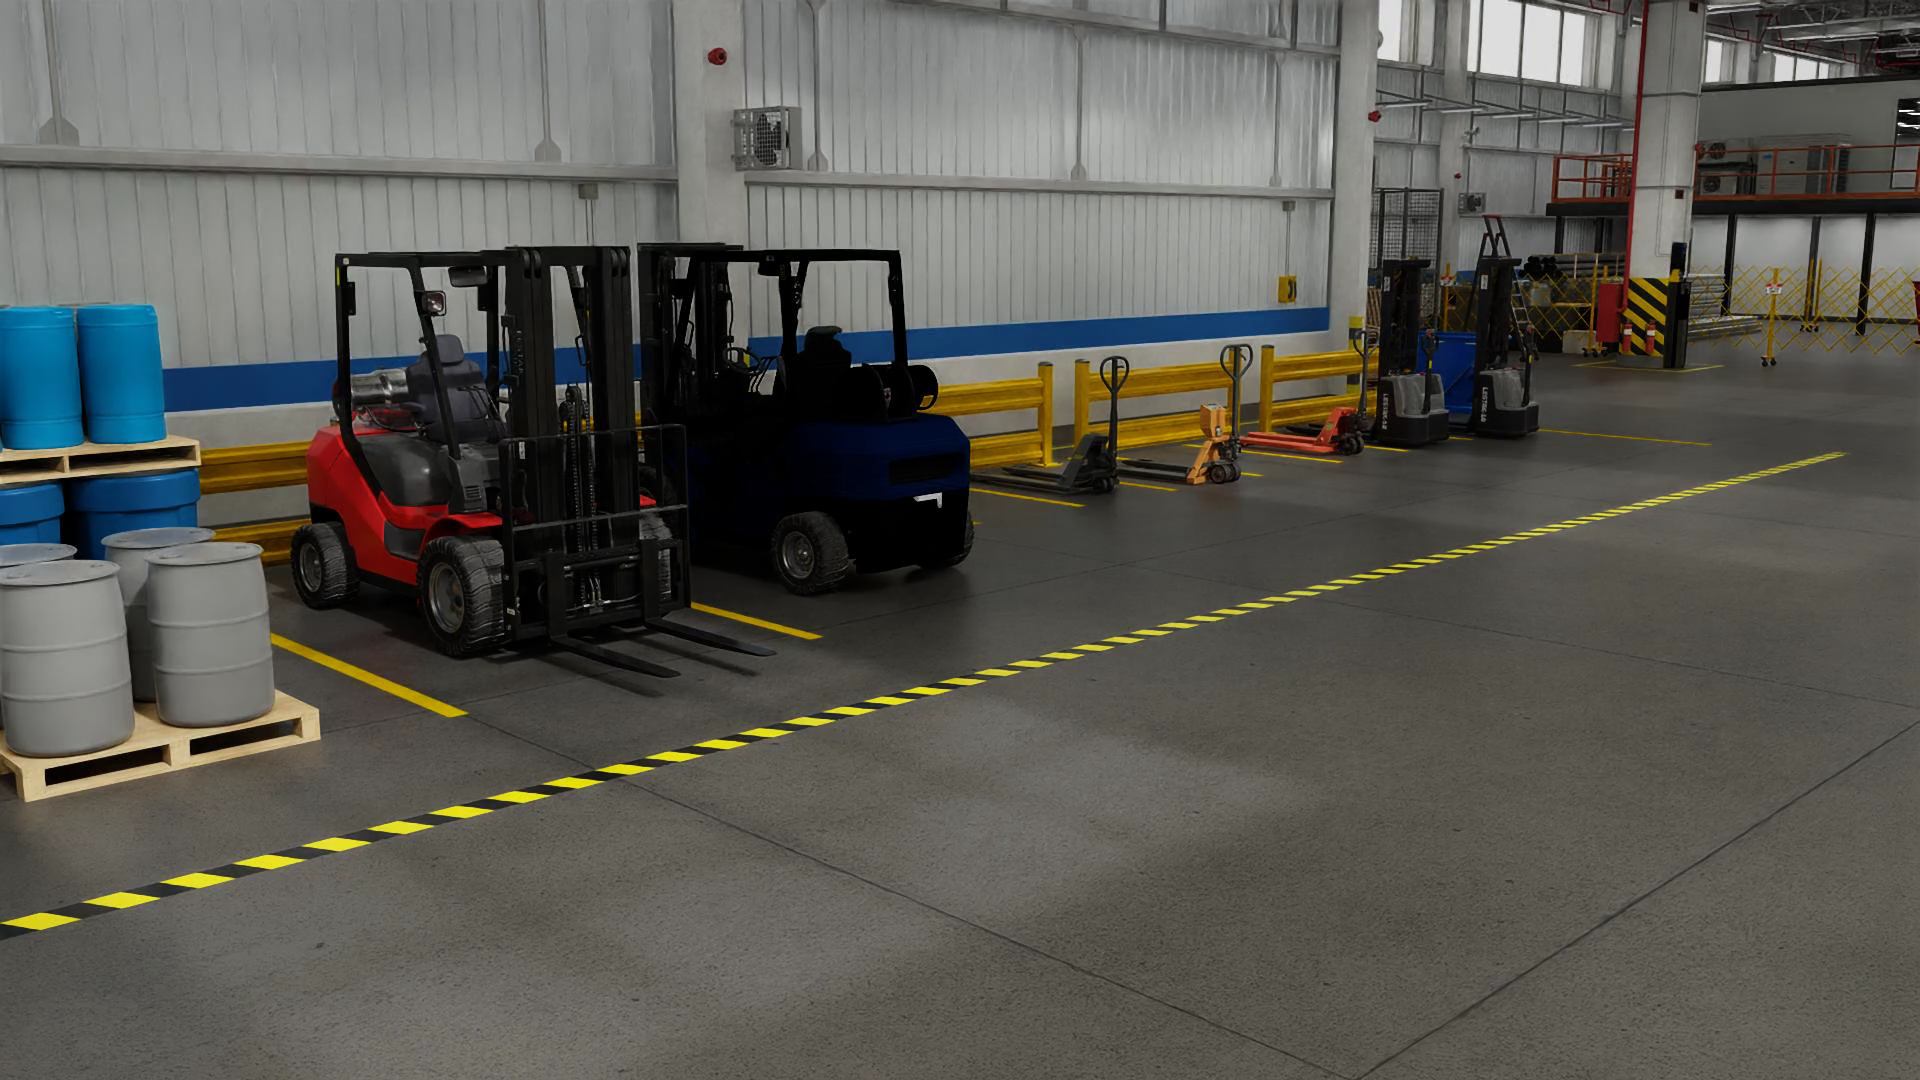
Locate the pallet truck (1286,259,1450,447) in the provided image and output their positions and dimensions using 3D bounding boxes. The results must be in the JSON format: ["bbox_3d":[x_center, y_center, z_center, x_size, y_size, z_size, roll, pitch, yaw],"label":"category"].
[{"bbox_3d":[4.493,-2.078,18.196,0.823,1.965,1.885,-9,14,-40],"label":"pallet truck"}]

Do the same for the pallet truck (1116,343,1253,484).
[{"bbox_3d":[1.962,-1.215,15.415,1.522,1.261,0.704,10,14,43],"label":"pallet truck"}]

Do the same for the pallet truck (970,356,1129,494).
[{"bbox_3d":[0.784,-1.085,14.876,0.680,1.201,1.601,-10,14,-44],"label":"pallet truck"}]

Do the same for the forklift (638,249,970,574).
[{"bbox_3d":[-1.173,-0.958,11.239,2.680,1.987,1.157,10,14,43],"label":"forklift"}]

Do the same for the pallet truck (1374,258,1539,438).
[{"bbox_3d":[5.704,-2.208,18.901,1.885,1.965,0.823,10,14,43],"label":"pallet truck"}]

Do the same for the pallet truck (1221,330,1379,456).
[{"bbox_3d":[3.563,-1.581,17.381,0.653,1.274,1.630,-10,14,-44],"label":"pallet truck"}]

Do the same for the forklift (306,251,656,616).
[{"bbox_3d":[-2.833,-0.669,9.694,1.157,1.987,2.680,-10,14,-44],"label":"forklift"}]
